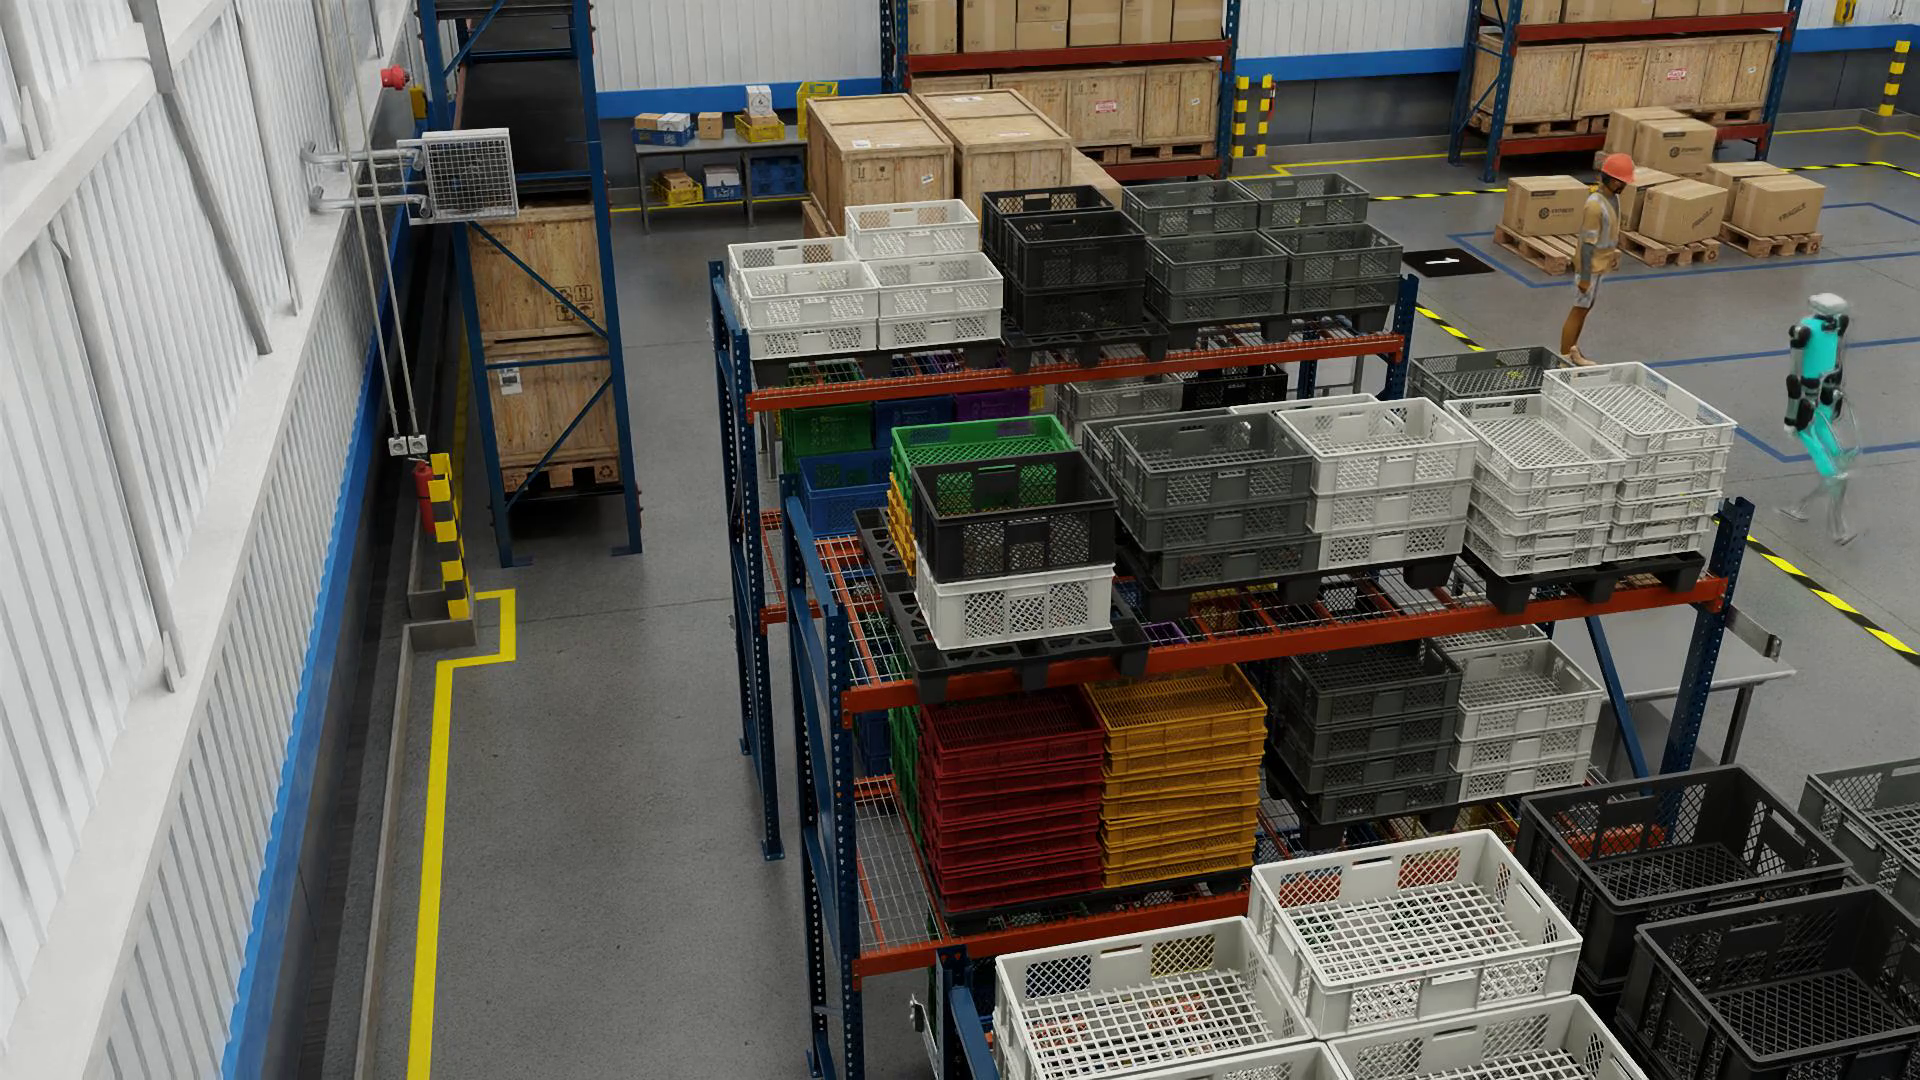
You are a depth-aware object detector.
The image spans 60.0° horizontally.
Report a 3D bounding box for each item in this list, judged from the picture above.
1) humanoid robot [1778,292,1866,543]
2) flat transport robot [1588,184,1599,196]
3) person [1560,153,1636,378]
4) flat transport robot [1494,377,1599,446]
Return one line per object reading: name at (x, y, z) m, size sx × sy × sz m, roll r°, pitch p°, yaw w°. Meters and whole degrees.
humanoid robot at (6.380, -0.856, 12.114) m, size 0.543 × 1.801 × 0.824 m, roll -14°, pitch 31°, yaw -25°
flat transport robot at (8.377, -4.276, 20.130) m, size 1.431 × 0.197 × 0.652 m, roll -6°, pitch 28°, yaw -12°
person at (5.655, -2.429, 14.764) m, size 0.400 × 2.031 × 0.609 m, roll 18°, pitch 33°, yaw 30°
flat transport robot at (4.780, -1.036, 14.013) m, size 0.659 × 0.231 × 1.431 m, roll -6°, pitch 28°, yaw -12°
